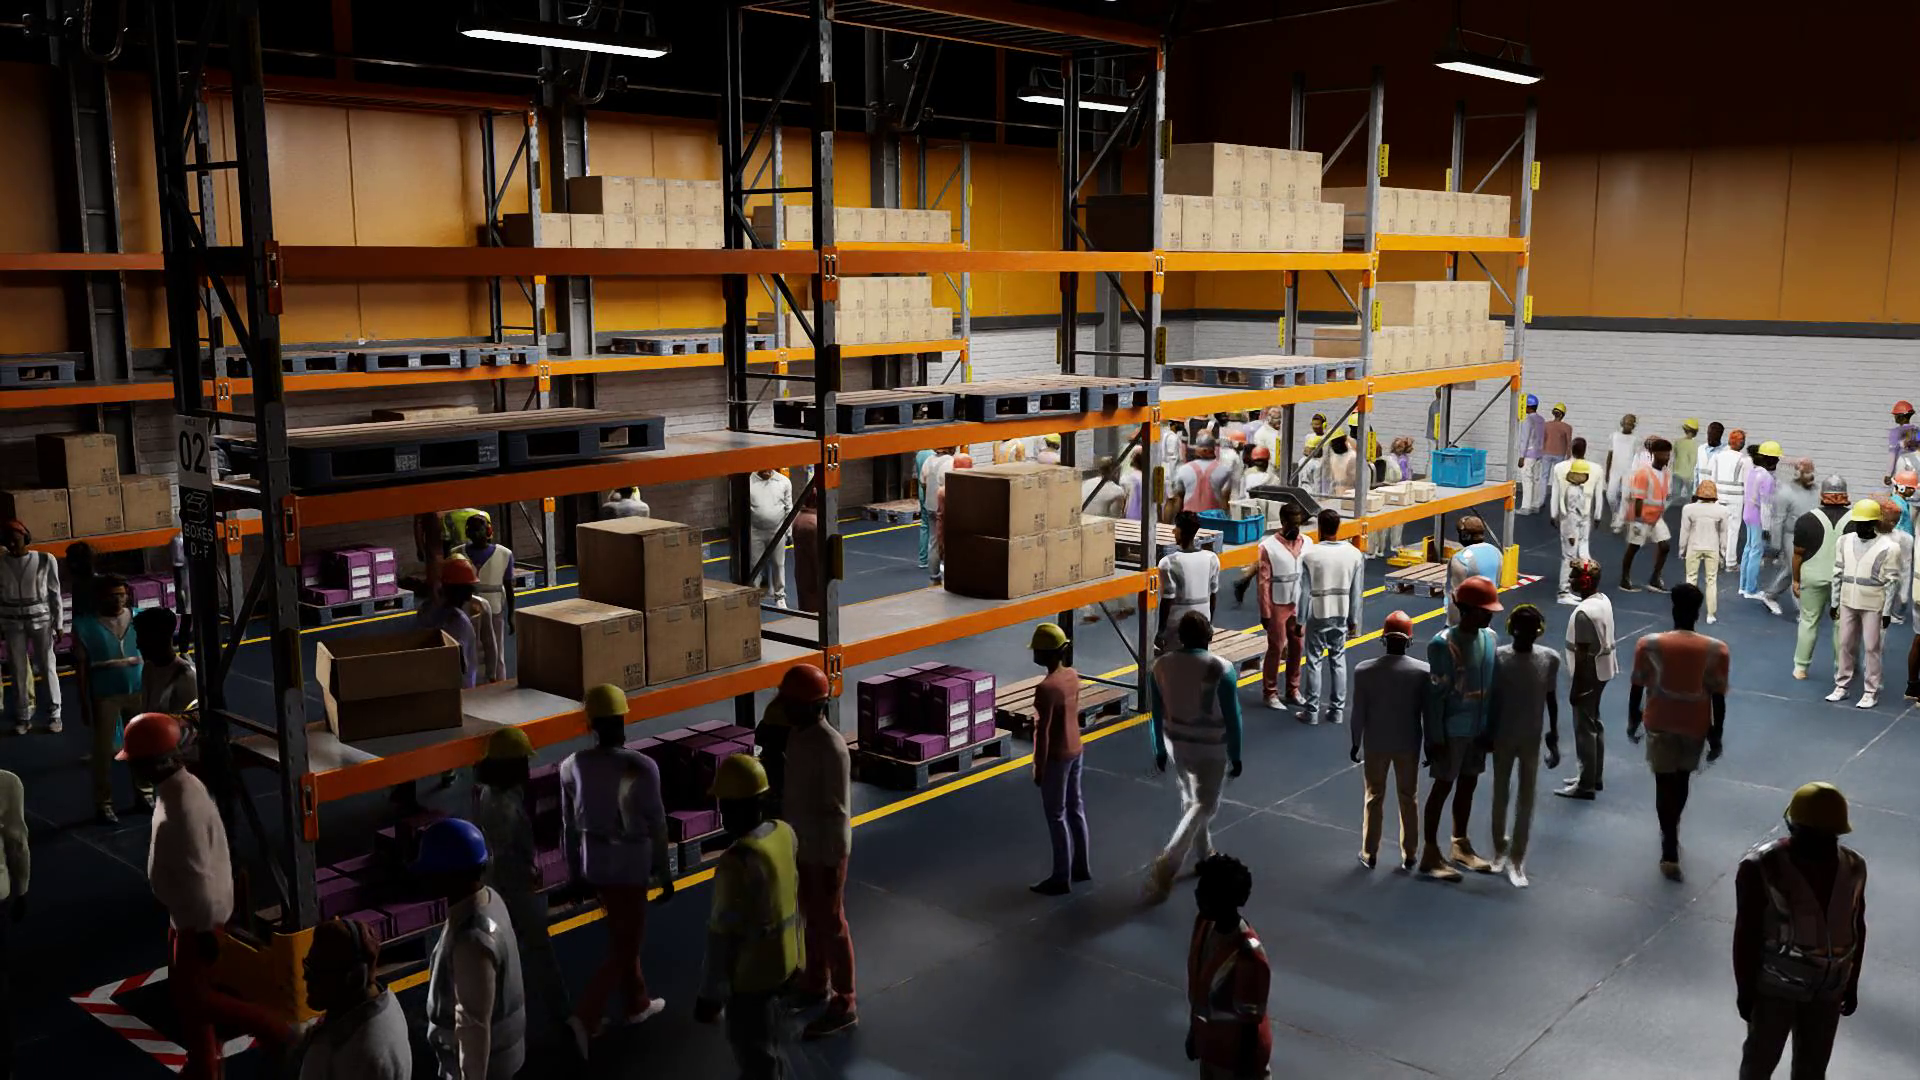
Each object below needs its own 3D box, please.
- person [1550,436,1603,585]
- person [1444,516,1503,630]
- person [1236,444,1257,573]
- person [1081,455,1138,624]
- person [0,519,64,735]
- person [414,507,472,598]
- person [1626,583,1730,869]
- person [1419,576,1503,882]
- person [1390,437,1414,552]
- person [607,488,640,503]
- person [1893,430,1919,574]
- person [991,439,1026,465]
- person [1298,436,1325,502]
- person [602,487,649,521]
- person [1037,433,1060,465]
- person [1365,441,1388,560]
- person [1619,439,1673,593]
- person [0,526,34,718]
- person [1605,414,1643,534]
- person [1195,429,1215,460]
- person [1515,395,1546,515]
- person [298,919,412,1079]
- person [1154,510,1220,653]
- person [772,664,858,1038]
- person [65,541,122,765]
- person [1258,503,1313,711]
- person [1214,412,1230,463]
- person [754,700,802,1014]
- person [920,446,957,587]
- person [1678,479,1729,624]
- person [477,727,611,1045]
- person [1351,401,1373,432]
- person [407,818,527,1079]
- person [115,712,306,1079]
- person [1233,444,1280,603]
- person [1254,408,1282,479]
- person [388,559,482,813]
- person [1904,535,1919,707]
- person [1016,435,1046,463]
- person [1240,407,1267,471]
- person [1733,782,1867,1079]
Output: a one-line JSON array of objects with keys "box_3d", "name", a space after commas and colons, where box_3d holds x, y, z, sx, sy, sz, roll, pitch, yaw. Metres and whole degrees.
[{"box_3d": [7.691, -0.338, 20.747, 0.610, 1.898, 0.627, 2, 10, 12], "name": "person"}, {"box_3d": [4.501, 0.696, 14.743, 0.621, 1.838, 0.429, -7, 12, -37], "name": "person"}, {"box_3d": [3.815, -0.418, 21.803, 0.321, 1.696, 0.536, 0, 10, 1], "name": "person"}, {"box_3d": [1.693, -0.019, 18.846, 0.631, 1.895, 0.947, 8, 13, 41], "name": "person"}, {"box_3d": [-8.048, 0.746, 14.326, 0.584, 1.879, 0.363, -3, 10, -20], "name": "person"}, {"box_3d": [-5.684, 0.051, 18.389, 0.651, 1.904, 0.403, -5, 11, -26], "name": "person"}, {"box_3d": [4.866, 1.246, 11.295, 0.610, 1.912, 1.047, 2, 10, 14], "name": "person"}, {"box_3d": [3.329, 1.236, 10.946, 0.605, 2.034, 0.415, -6, 11, -32], "name": "person"}, {"box_3d": [6.177, -0.636, 23.311, 0.312, 1.632, 0.525, 2, 10, 10], "name": "person"}, {"box_3d": [-3.843, -0.002, 18.935, 0.431, 1.833, 0.629, 0, 10, 0], "name": "person"}, {"box_3d": [12.362, -0.483, 21.444, 0.615, 1.945, 0.405, 1, 10, 5], "name": "person"}, {"box_3d": [0.651, -0.793, 23.361, 0.594, 1.924, 0.383, 9, 13, 43], "name": "person"}, {"box_3d": [4.743, -0.543, 22.457, 0.333, 1.731, 0.488, -4, 10, -21], "name": "person"}, {"box_3d": [-3.516, 0.190, 17.726, 0.564, 1.856, 0.591, 1, 10, 4], "name": "person"}, {"box_3d": [1.275, -0.655, 23.020, 0.325, 1.767, 0.533, -7, 12, -36], "name": "person"}, {"box_3d": [5.647, -0.541, 22.719, 0.521, 1.636, 0.311, -9, 13, -42], "name": "person"}, {"box_3d": [8.429, -0.283, 20.328, 0.605, 1.922, 0.708, -5, 11, -29], "name": "person"}, {"box_3d": [-8.504, 0.698, 14.744, 0.565, 1.836, 0.391, -2, 10, -10], "name": "person"}, {"box_3d": [9.915, -0.992, 24.882, 0.511, 1.819, 0.406, 8, 12, 39], "name": "person"}, {"box_3d": [3.555, -0.813, 24.351, 0.278, 1.634, 0.498, -3, 10, -16], "name": "person"}, {"box_3d": [9.179, -1.370, 26.786, 0.411, 1.939, 0.601, 9, 13, 43], "name": "person"}, {"box_3d": [-2.042, 2.188, 5.609, 0.408, 1.913, 0.642, -4, 10, -22], "name": "person"}, {"box_3d": [1.931, 0.715, 14.236, 0.607, 1.966, 0.367, -5, 11, -29], "name": "person"}, {"box_3d": [-0.782, 1.619, 8.800, 0.408, 1.984, 0.615, -5, 11, -30], "name": "person"}, {"box_3d": [-7.066, 0.916, 13.440, 0.525, 1.826, 0.538, 8, 12, 40], "name": "person"}, {"box_3d": [2.949, 0.600, 15.121, 0.598, 1.906, 0.404, -5, 11, -29], "name": "person"}, {"box_3d": [4.252, -1.334, 27.270, 0.321, 1.697, 0.529, 9, 13, 44], "name": "person"}, {"box_3d": [-0.969, 1.698, 9.076, 0.320, 1.737, 0.488, 1, 10, 8], "name": "person"}, {"box_3d": [-0.144, -0.368, 20.484, 0.536, 2.000, 0.682, -8, 12, -40], "name": "person"}, {"box_3d": [8.361, 0.129, 18.724, 0.507, 1.632, 0.274, 3, 10, 17], "name": "person"}, {"box_3d": [-2.210, 1.788, 8.565, 0.721, 1.720, 0.506, -5, 11, -26], "name": "person"}, {"box_3d": [6.005, -1.110, 25.047, 0.397, 1.992, 0.623, -1, 10, -8], "name": "person"}, {"box_3d": [-1.910, 2.021, 6.529, 0.415, 1.939, 0.611, -2, 10, -14], "name": "person"}, {"box_3d": [-3.614, 1.768, 7.980, 0.692, 1.960, 0.642, -5, 11, -29], "name": "person"}, {"box_3d": [3.510, -0.171, 19.709, 0.764, 1.909, 0.575, -9, 13, -42], "name": "person"}, {"box_3d": [4.694, -1.041, 24.948, 0.652, 1.896, 0.402, -7, 12, -36], "name": "person"}, {"box_3d": [-3.769, 1.083, 12.264, 0.928, 1.908, 0.545, -7, 12, -37], "name": "person"}, {"box_3d": [8.917, 0.553, 15.204, 0.361, 1.965, 0.612, 2, 10, 10], "name": "person"}, {"box_3d": [0.994, -1.016, 24.696, 0.594, 1.922, 0.386, 2, 10, 10], "name": "person"}, {"box_3d": [4.581, -1.216, 25.942, 0.591, 1.912, 0.399, -7, 12, -34], "name": "person"}, {"box_3d": [3.708, 1.941, 7.355, 0.597, 1.825, 0.403, -1, 10, -6], "name": "person"}]
